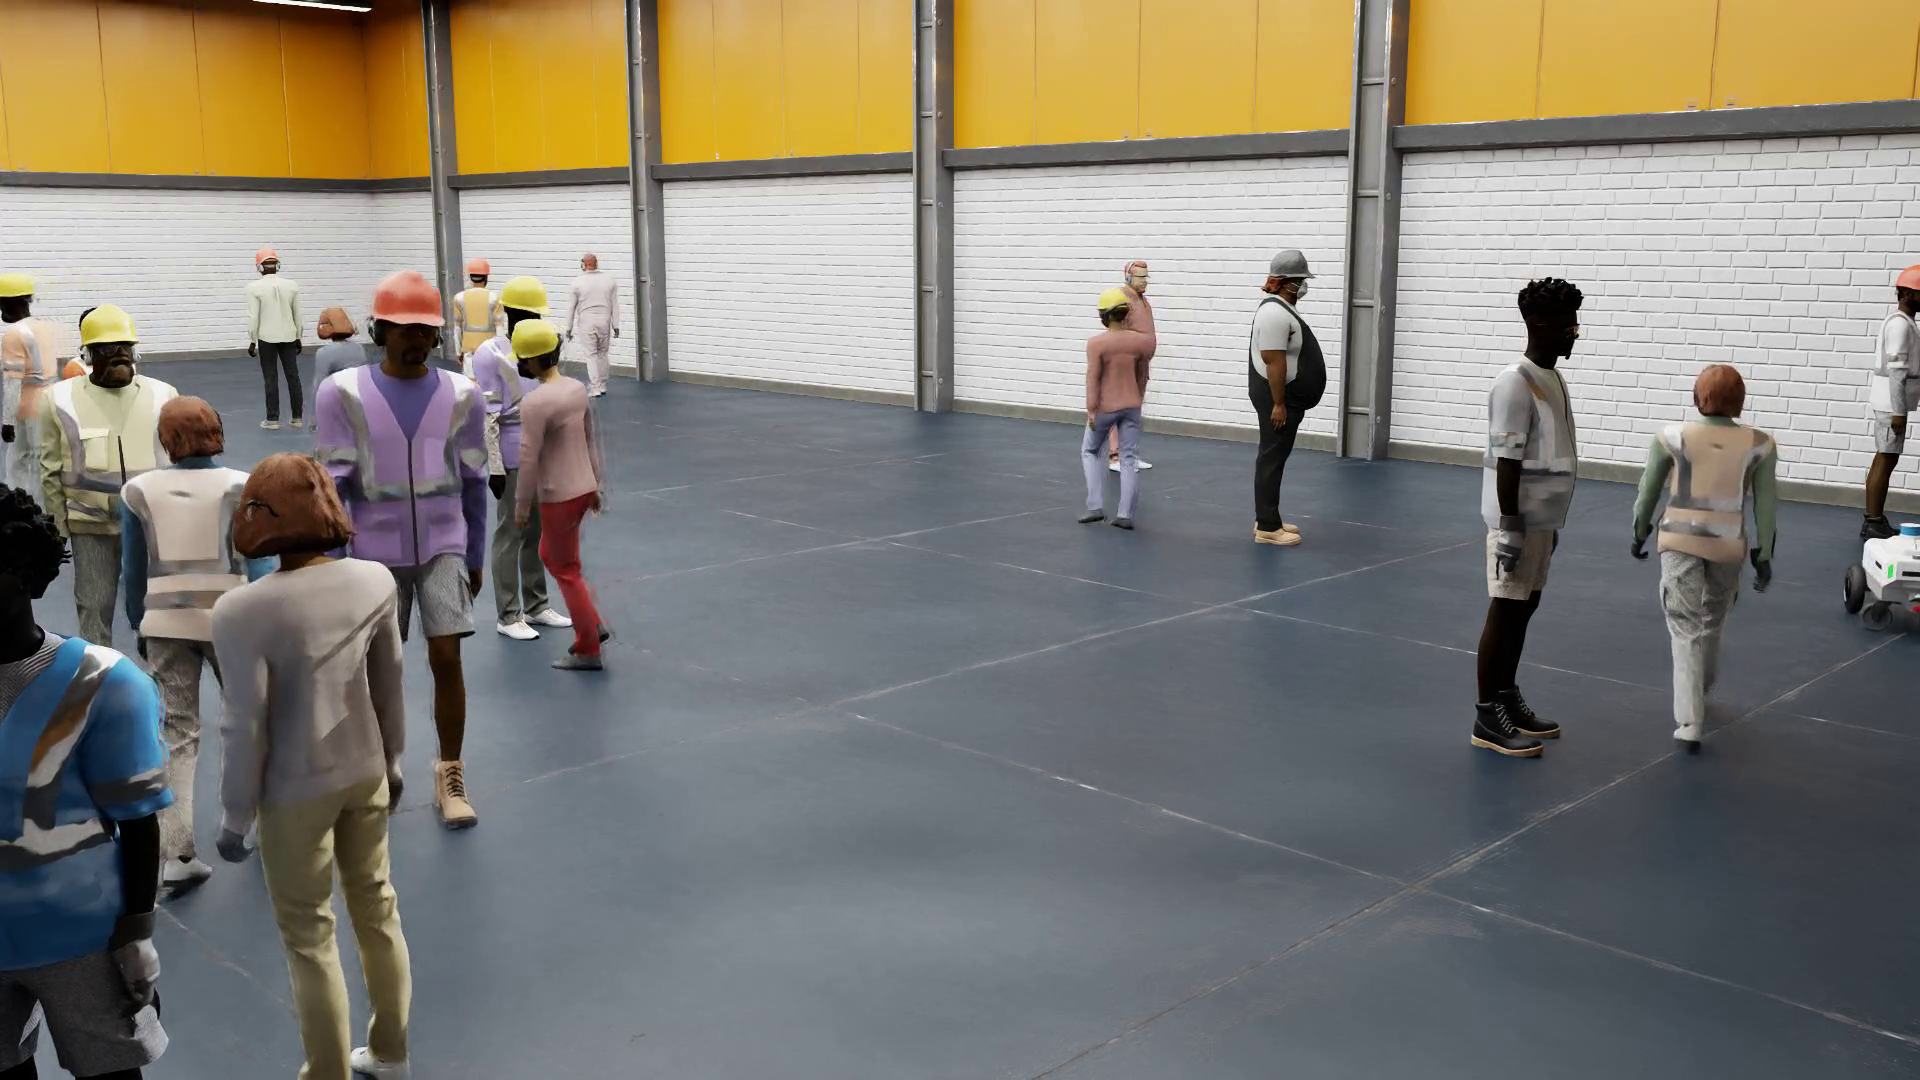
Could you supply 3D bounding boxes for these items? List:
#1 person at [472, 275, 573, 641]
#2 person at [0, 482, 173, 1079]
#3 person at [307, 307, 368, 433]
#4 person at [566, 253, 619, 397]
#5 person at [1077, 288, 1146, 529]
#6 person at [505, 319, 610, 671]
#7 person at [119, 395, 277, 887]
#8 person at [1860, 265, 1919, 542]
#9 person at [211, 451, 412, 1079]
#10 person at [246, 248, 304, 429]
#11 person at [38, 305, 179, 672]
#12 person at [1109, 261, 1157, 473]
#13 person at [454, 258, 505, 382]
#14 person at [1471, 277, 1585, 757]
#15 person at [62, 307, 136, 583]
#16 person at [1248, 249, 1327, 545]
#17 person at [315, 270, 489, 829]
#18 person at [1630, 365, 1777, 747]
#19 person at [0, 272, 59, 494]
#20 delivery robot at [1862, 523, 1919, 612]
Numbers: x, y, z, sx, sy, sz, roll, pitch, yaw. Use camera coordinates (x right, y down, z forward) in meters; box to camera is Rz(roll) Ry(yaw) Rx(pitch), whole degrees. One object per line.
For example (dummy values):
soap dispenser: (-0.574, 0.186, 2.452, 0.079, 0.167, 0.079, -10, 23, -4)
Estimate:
person: (-2.315, -0.441, 8.873, 0.371, 1.923, 0.586, 4, 11, 22)
person: (-1.726, 0.731, 3.093, 0.531, 1.697, 0.320, 1, 10, 5)
person: (-4.728, -0.962, 12.603, 0.842, 1.579, 0.519, 3, 11, 17)
person: (-4.919, -2.849, 22.091, 0.677, 1.881, 0.766, -6, 12, -30)
person: (1.110, -0.958, 12.155, 0.536, 1.749, 0.541, -5, 11, -24)
person: (-1.942, -0.200, 8.079, 0.443, 1.739, 0.530, 3, 11, 15)
person: (-2.543, 0.318, 5.619, 0.541, 1.593, 0.863, -1, 10, -7)
person: (6.509, -0.929, 11.519, 0.374, 1.929, 0.542, 5, 12, 25)
person: (-1.536, 0.600, 3.980, 0.268, 1.631, 0.506, 6, 12, 28)
person: (-7.590, -2.226, 18.432, 0.610, 1.986, 0.393, -10, 15, -44)
person: (-3.635, -0.094, 7.215, 0.588, 1.837, 0.403, -7, 12, -33)
person: (1.572, -1.562, 15.035, 0.402, 1.904, 0.652, 5, 12, 26)
person: (-5.118, -2.051, 17.725, 0.551, 1.902, 0.974, -1, 10, -4)
person: (2.361, -0.102, 6.905, 0.362, 1.963, 0.614, 7, 12, 33)
person: (-5.263, -0.589, 10.295, 0.318, 1.697, 0.534, 3, 11, 15)
person: (2.278, -1.000, 11.596, 0.535, 2.000, 0.688, 2, 11, 10)
person: (-2.058, 0.010, 6.178, 0.619, 2.017, 0.869, -5, 12, -27)
person: (3.181, 0.045, 7.145, 0.530, 1.584, 0.908, 2, 11, 10)
person: (-6.464, -0.931, 11.654, 0.961, 1.887, 0.601, -2, 11, -10)
delivery robot: (5.189, 0.153, 9.107, 0.477, 0.478, 0.707, 3, 11, 18)
